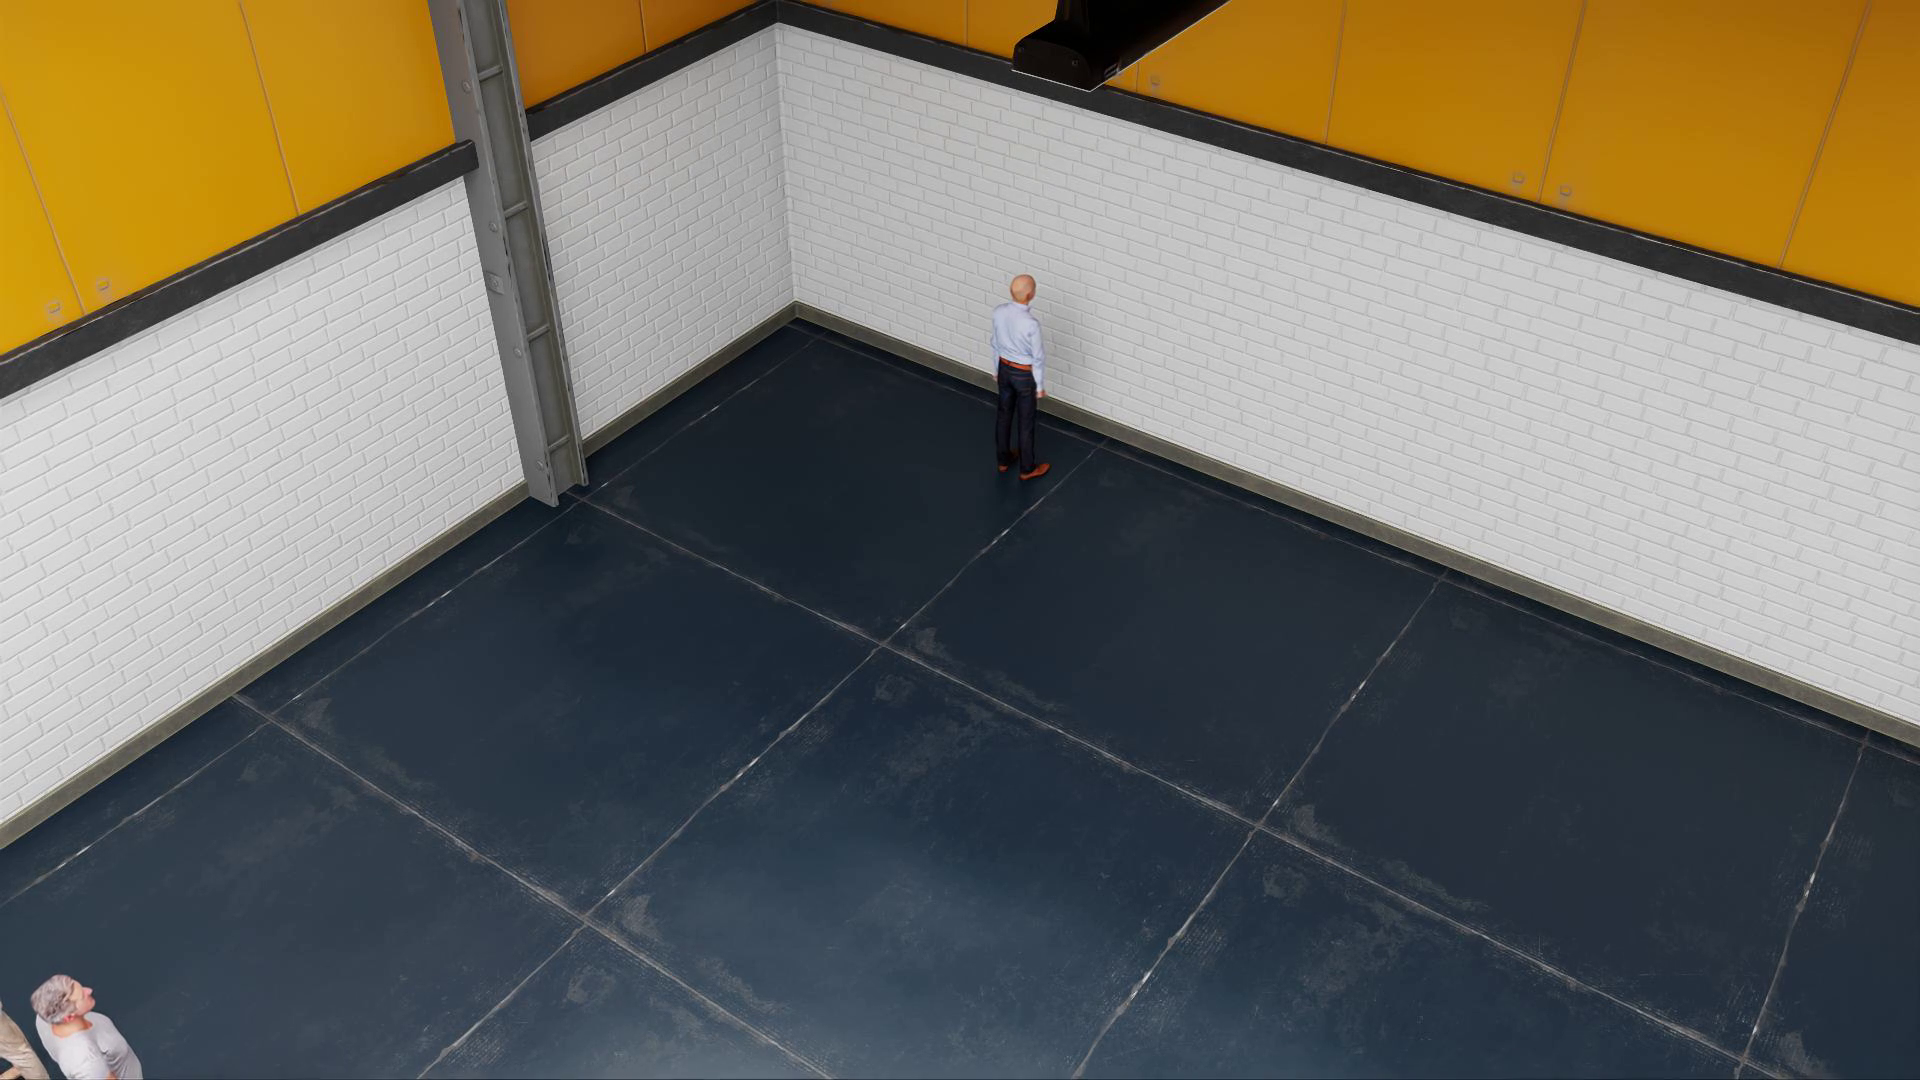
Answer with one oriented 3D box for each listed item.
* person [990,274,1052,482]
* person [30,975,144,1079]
[{"bbox_3d":[0.458,-1.276,13.041,0.654,1.791,0.586,27,46,30],"label":"person"},{"bbox_3d":[-4.088,2.711,8.015,0.715,1.832,0.595,30,47,32],"label":"person"}]
